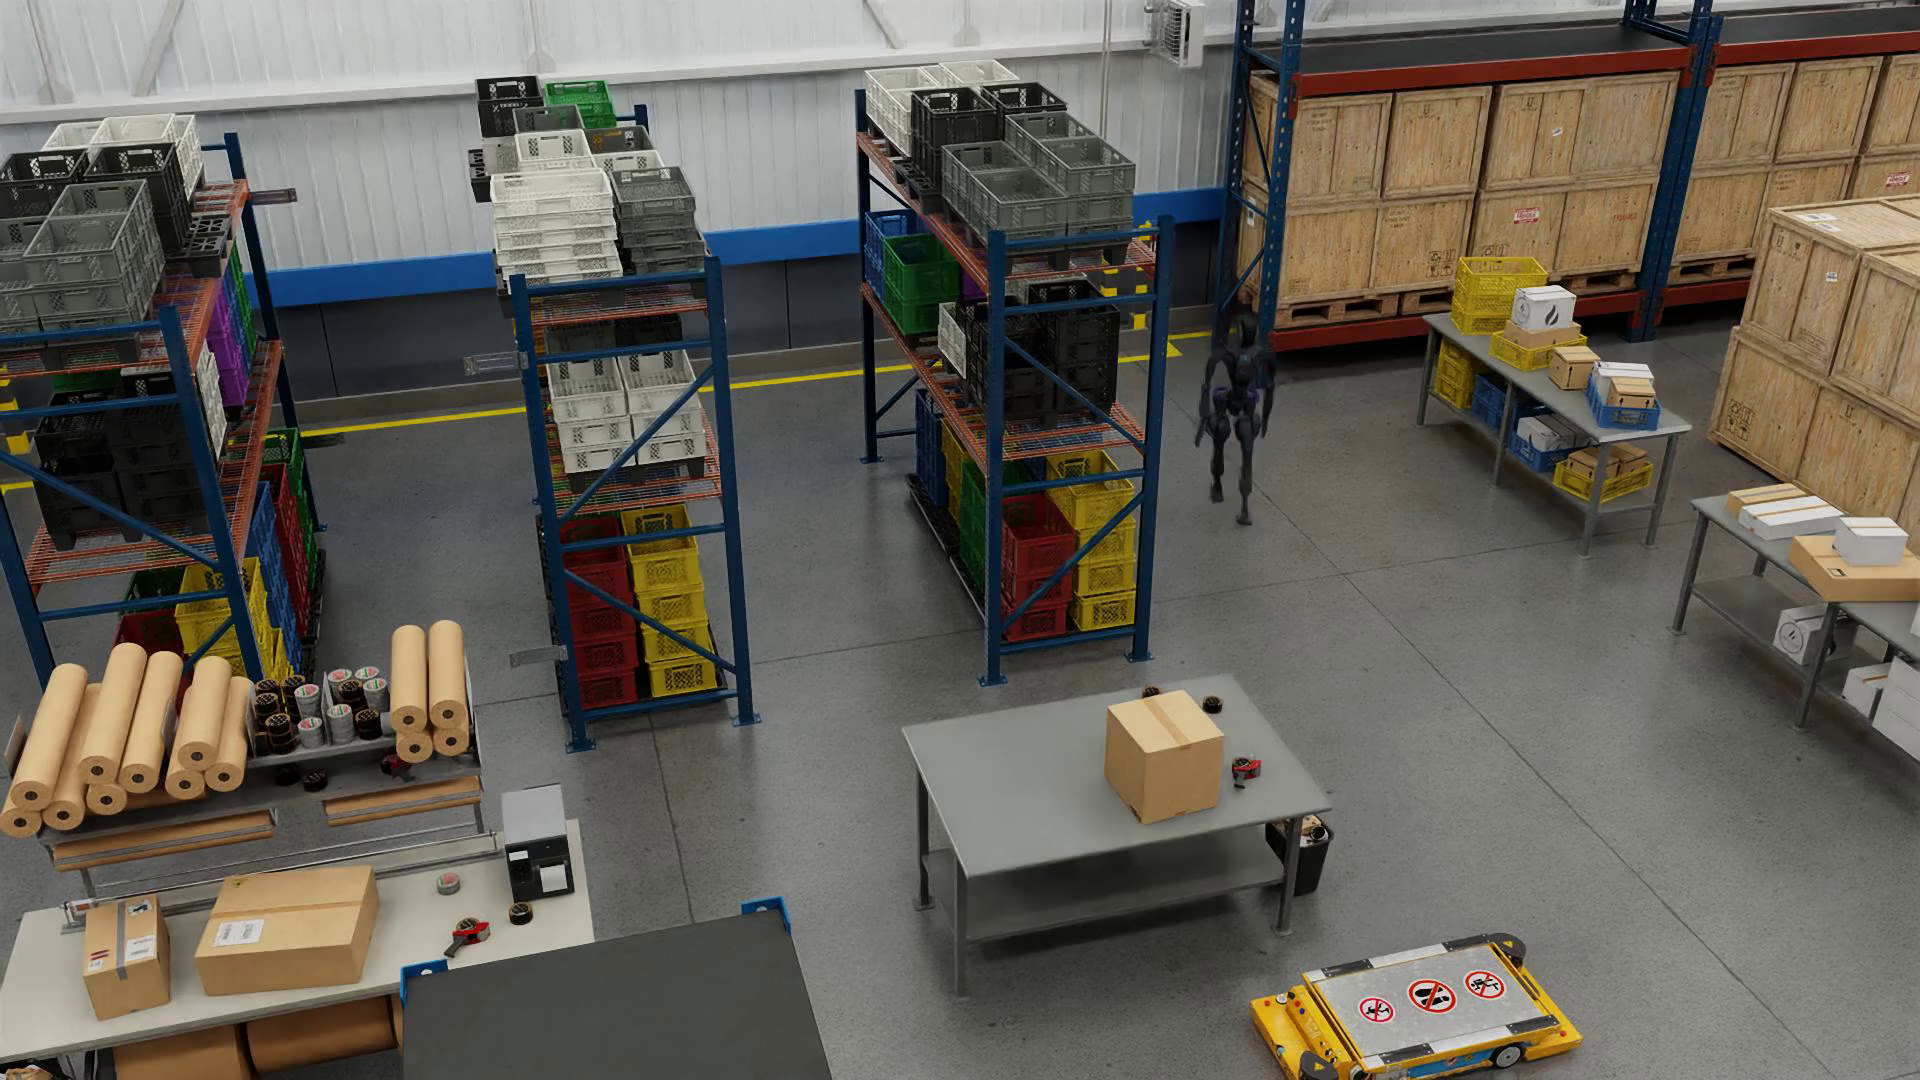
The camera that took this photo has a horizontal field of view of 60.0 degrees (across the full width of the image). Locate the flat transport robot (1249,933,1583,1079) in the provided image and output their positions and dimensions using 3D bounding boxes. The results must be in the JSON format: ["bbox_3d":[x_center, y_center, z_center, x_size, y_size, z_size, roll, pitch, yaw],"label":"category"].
[{"bbox_3d":[2.184,2.282,7.980,1.431,0.197,0.652,-8,30,-14],"label":"flat transport robot"}]

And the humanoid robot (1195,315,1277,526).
[{"bbox_3d":[2.041,-0.917,12.417,0.584,1.618,0.804,1,29,3],"label":"humanoid robot"}]
